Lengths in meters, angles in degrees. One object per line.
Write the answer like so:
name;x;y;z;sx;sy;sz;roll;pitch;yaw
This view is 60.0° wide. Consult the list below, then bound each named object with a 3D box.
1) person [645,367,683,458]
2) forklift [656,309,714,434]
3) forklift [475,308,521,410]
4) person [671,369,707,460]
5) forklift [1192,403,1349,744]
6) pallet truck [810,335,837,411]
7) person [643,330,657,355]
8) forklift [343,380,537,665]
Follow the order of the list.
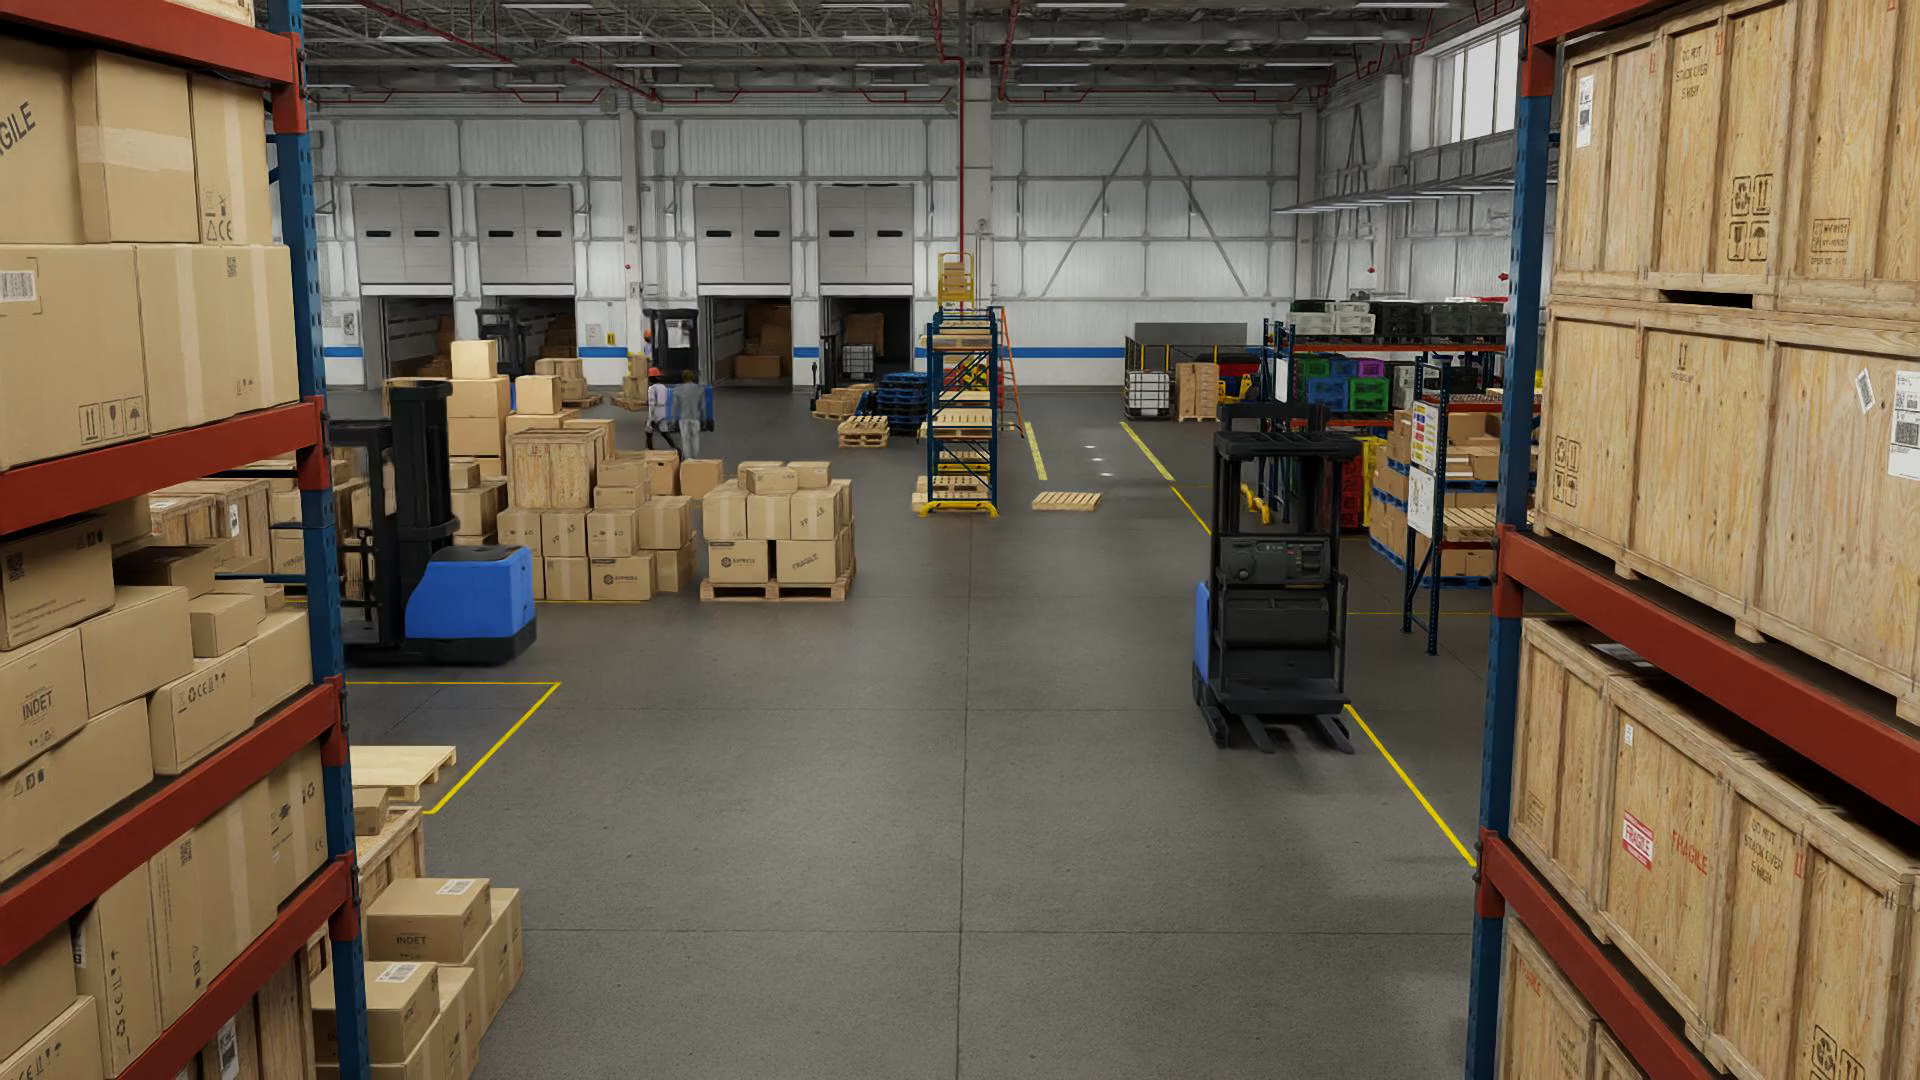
person;-5.894;-2.450;32.683;0.911;1.908;0.551;5;11;29
forklift;-6.464;-3.921;38.322;1.129;2.768;1.873;-5;11;-25
forklift;-10.763;-4.011;38.844;1.129;2.768;1.873;0;10;1
person;-5.177;-2.299;31.713;0.665;1.919;0.530;-3;10;-16
forklift;2.697;0.194;14.585;1.129;2.768;1.873;0;10;1
pallet truck;-3.021;-4.312;43.126;1.885;1.965;0.823;3;10;17
person;-8.797;-4.979;47.179;0.389;1.930;0.544;-7;12;-37
forklift;-5.394;-0.202;16.866;1.873;2.768;1.129;0;10;0
